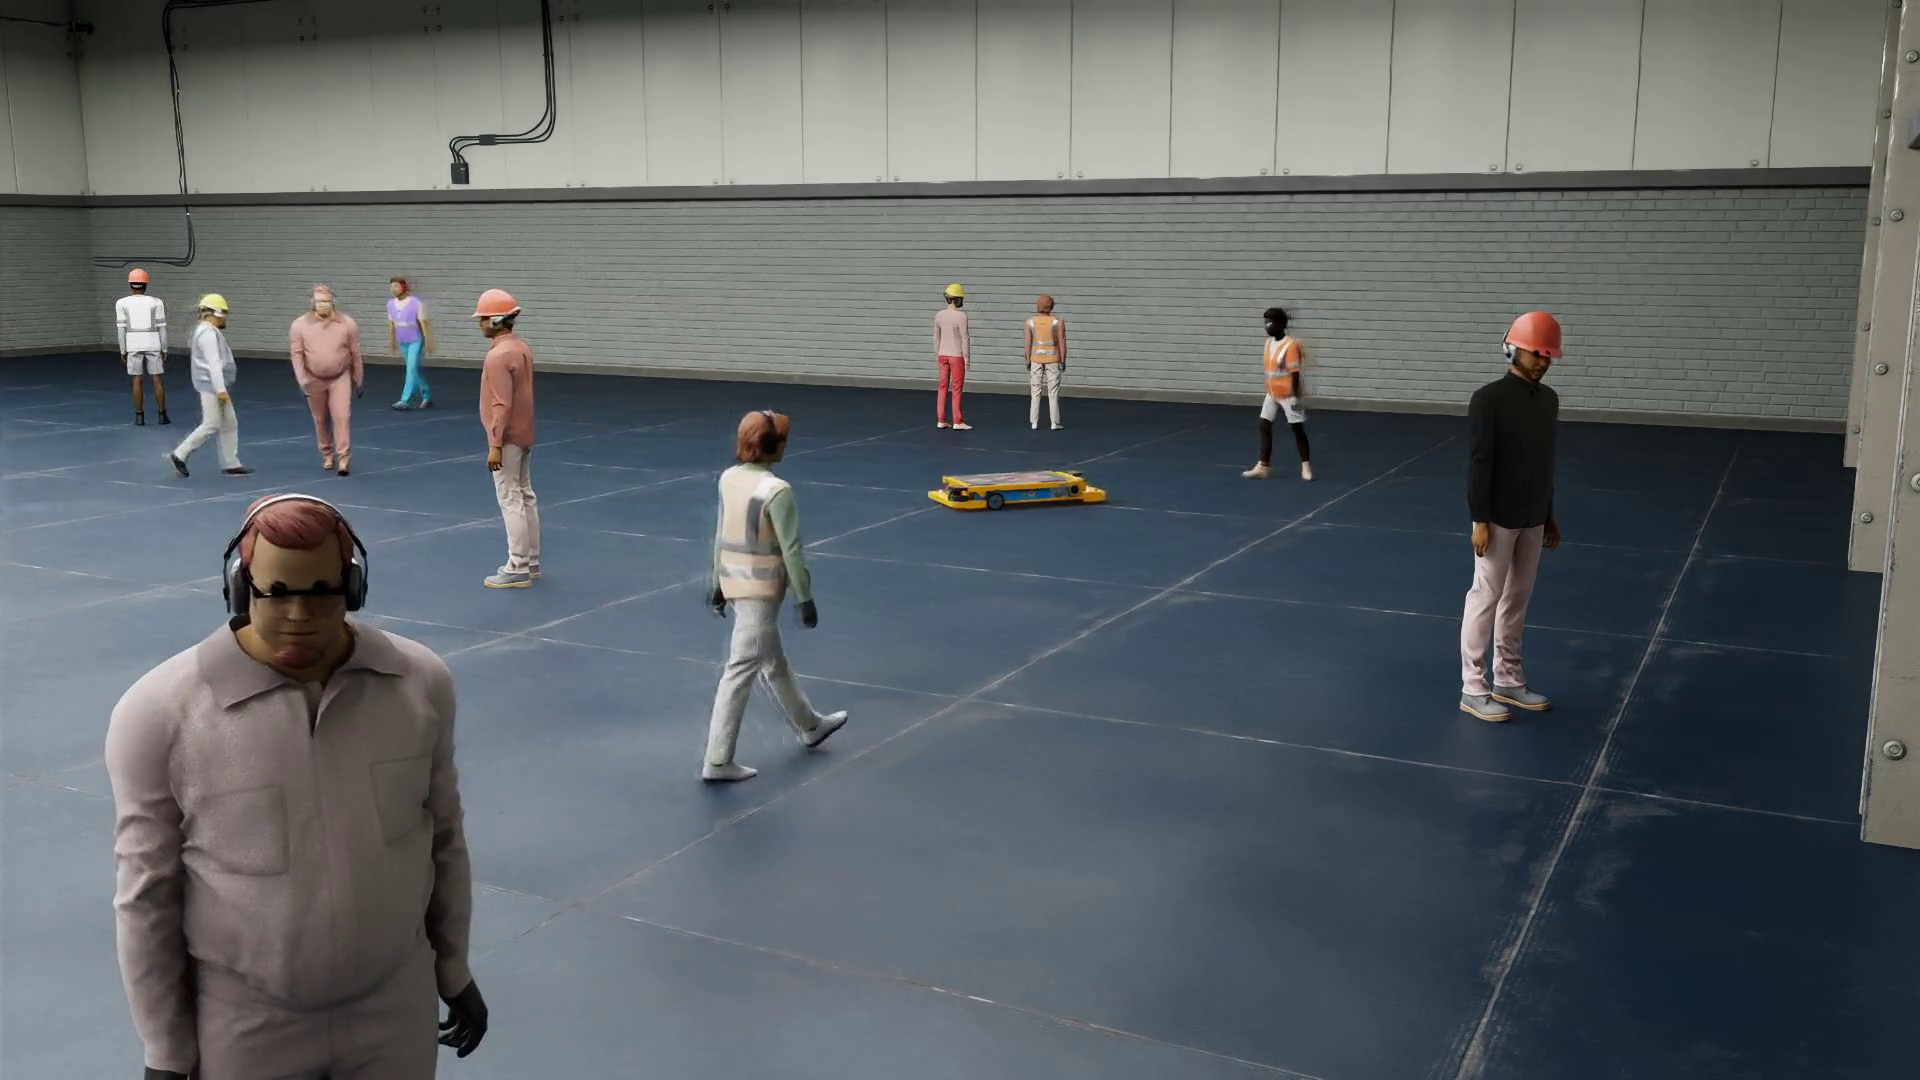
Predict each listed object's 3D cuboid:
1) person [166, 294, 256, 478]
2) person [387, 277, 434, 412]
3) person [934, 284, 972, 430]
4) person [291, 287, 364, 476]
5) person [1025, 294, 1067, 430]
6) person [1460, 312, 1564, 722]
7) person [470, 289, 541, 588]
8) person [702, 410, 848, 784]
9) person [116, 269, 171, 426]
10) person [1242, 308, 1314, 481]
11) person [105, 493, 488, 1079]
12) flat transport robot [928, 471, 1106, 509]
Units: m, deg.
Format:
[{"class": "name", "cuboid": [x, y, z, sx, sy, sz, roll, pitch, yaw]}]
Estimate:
[{"class": "person", "cuboid": [-7.292, -1.476, 16.080, 0.705, 1.800, 0.612, -4, 11, -19]}, {"class": "person", "cuboid": [-7.405, -2.637, 22.400, 0.605, 1.795, 0.935, 5, 11, 24]}, {"class": "person", "cuboid": [-0.079, -2.212, 20.158, 0.533, 1.765, 0.319, 9, 14, 41]}, {"class": "person", "cuboid": [-6.244, -1.573, 16.450, 0.634, 1.849, 0.971, -3, 11, -16]}, {"class": "person", "cuboid": [1.034, -2.138, 20.101, 0.513, 1.640, 0.307, 3, 11, 15]}, {"class": "person", "cuboid": [2.719, -0.116, 8.131, 0.611, 1.985, 0.393, -7, 13, -34]}, {"class": "person", "cuboid": [-3.046, -0.677, 11.165, 0.395, 1.990, 0.625, 0, 10, 2]}, {"class": "person", "cuboid": [-0.810, 0.234, 7.279, 0.860, 1.592, 0.551, -8, 13, -35]}, {"class": "person", "cuboid": [-10.136, -2.388, 20.648, 0.551, 1.935, 0.375, -5, 11, -24]}, {"class": "person", "cuboid": [3.107, -1.388, 15.963, 0.585, 1.657, 0.573, -5, 11, -25]}, {"class": "person", "cuboid": [-1.179, 0.855, 3.066, 0.636, 1.902, 0.406, -9, 13, -39]}, {"class": "flat transport robot", "cuboid": [0.496, -0.451, 14.631, 1.431, 0.197, 0.652, -4, 11, -20]}]
